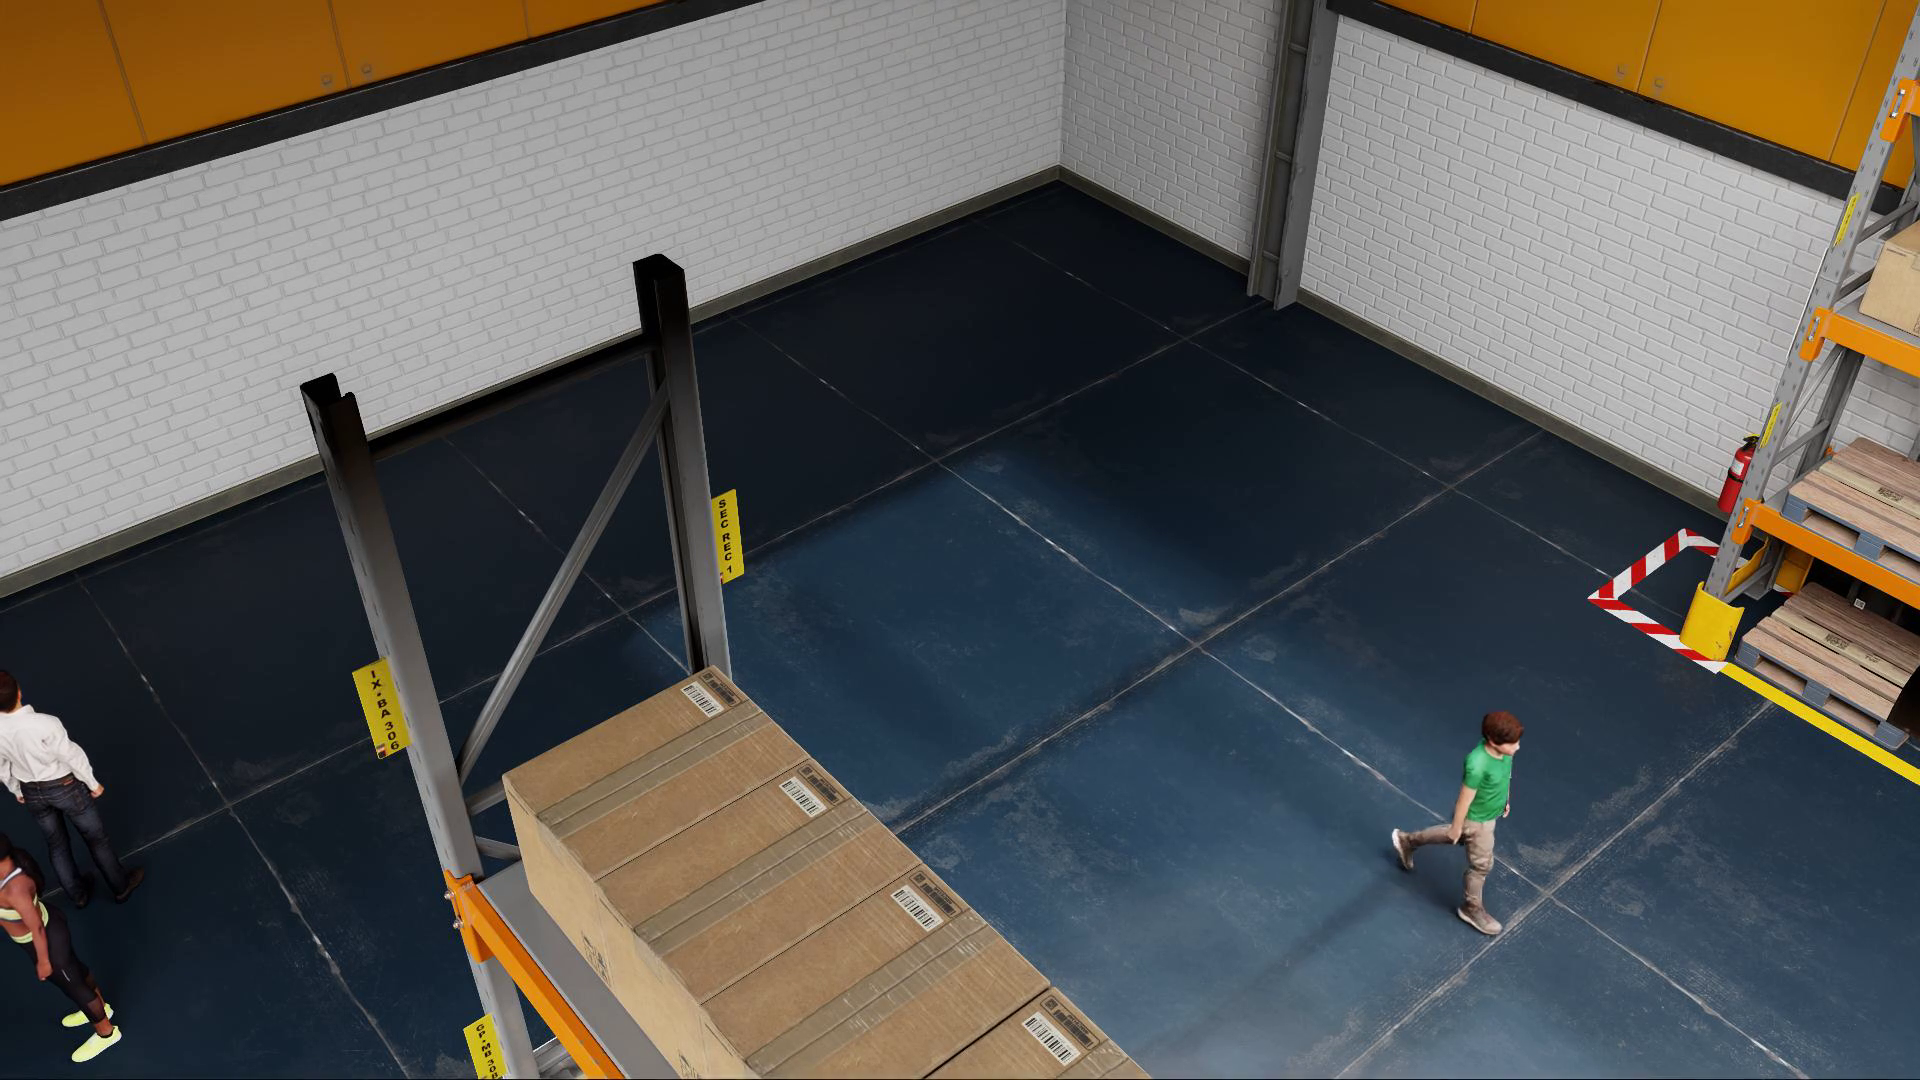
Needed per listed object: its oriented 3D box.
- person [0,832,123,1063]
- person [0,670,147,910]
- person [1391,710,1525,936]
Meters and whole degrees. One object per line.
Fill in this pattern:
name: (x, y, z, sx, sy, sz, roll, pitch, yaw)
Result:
person: (-4.939, 2.144, 8.992, 0.649, 1.755, 0.489, -21, 43, -24)
person: (-5.310, 1.468, 9.746, 0.732, 1.871, 0.741, -4, 39, -5)
person: (2.980, 1.565, 9.823, 1.098, 1.624, 0.698, 28, 46, 30)
